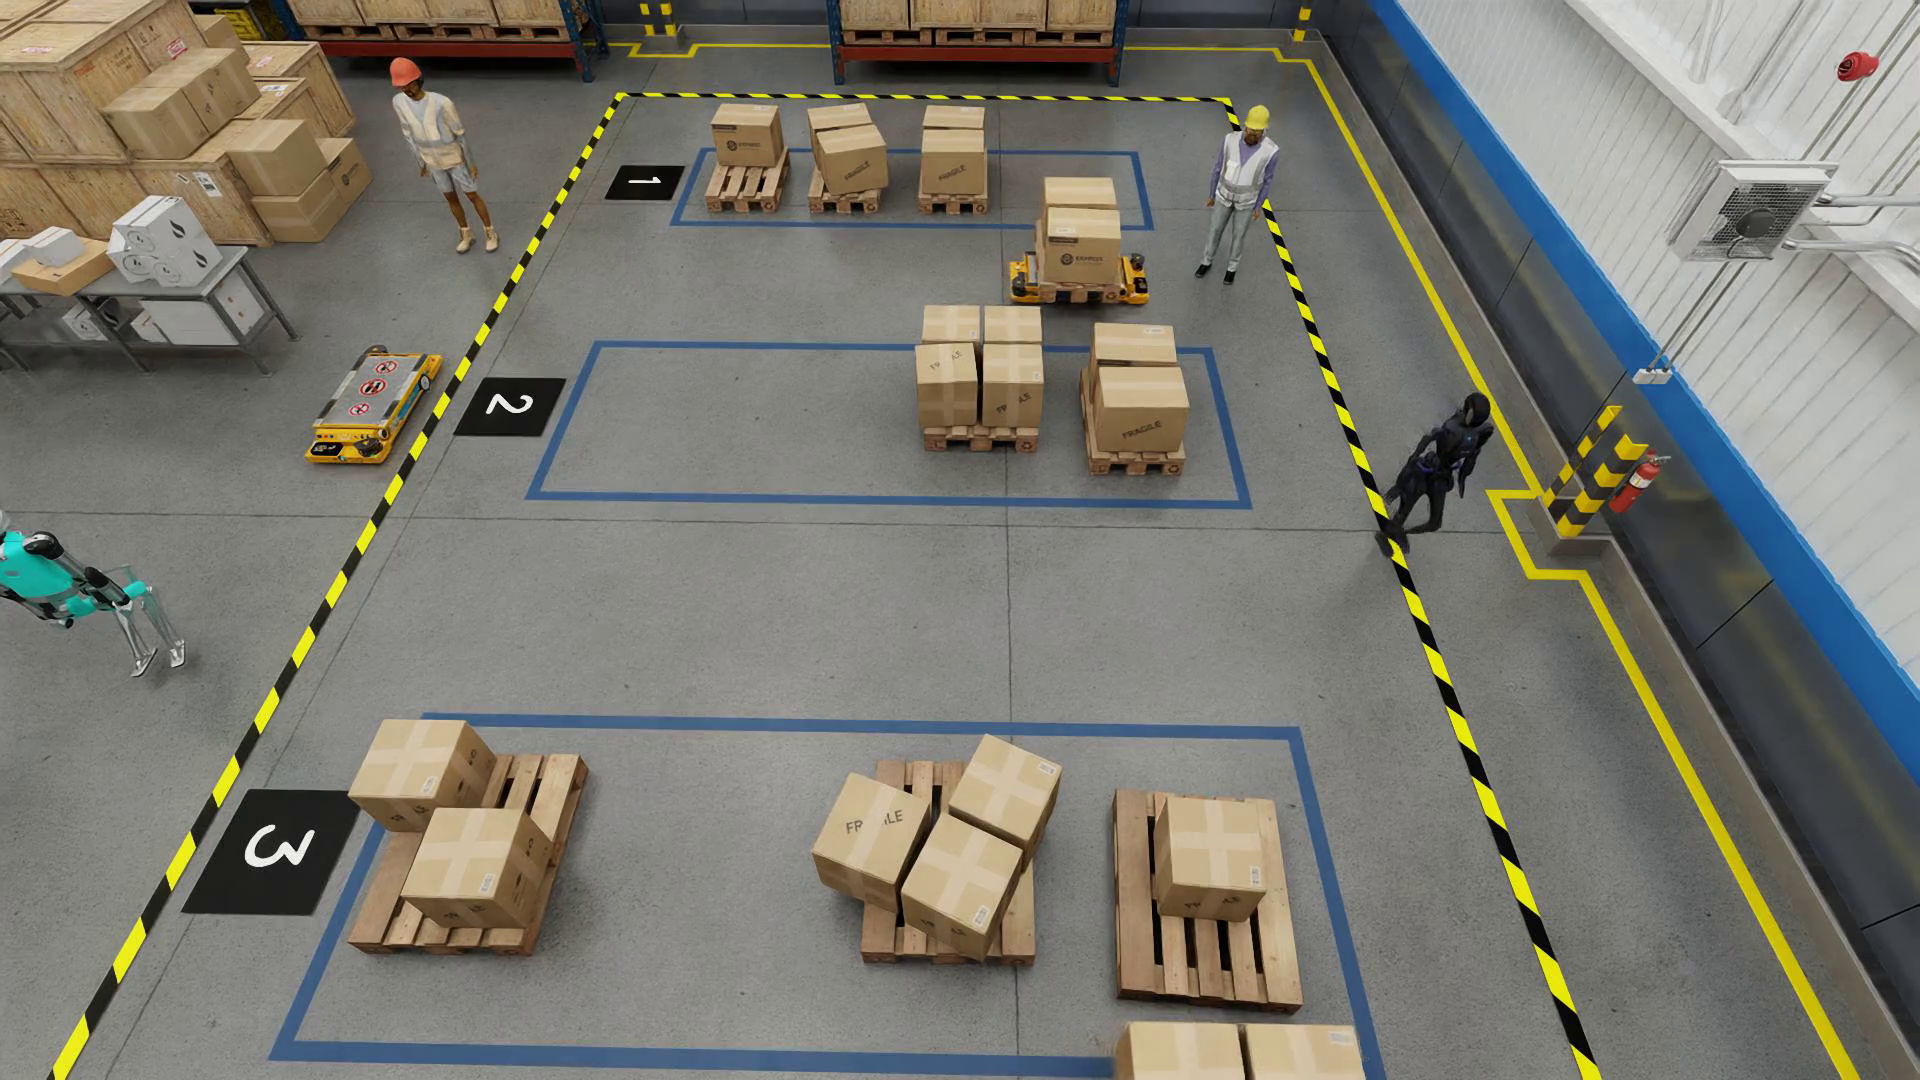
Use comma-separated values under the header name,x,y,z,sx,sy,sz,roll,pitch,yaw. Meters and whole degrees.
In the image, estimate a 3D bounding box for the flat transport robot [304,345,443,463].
name,x,y,z,sx,sy,sz,roll,pitch,yaw
flat transport robot,-5.383,-1.269,8.441,0.659,0.231,1.431,1,50,1

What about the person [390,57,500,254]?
name,x,y,z,sx,sy,sz,roll,pitch,yaw
person,-5.375,-3.956,9.553,0.605,2.045,0.376,-1,50,0

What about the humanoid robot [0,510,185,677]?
name,x,y,z,sx,sy,sz,roll,pitch,yaw
humanoid robot,-5.809,0.265,6.095,0.533,1.673,0.735,-12,51,-10

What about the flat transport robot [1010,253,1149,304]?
name,x,y,z,sx,sy,sz,roll,pitch,yaw
flat transport robot,1.256,-2.785,9.706,1.431,0.197,0.652,1,50,1

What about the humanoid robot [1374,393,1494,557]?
name,x,y,z,sx,sy,sz,roll,pitch,yaw
humanoid robot,3.512,-0.456,6.828,0.610,1.640,0.355,-7,50,-6

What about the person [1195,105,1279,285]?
name,x,y,z,sx,sy,sz,roll,pitch,yaw
person,2.797,-3.467,9.273,0.589,1.837,0.404,21,53,17
